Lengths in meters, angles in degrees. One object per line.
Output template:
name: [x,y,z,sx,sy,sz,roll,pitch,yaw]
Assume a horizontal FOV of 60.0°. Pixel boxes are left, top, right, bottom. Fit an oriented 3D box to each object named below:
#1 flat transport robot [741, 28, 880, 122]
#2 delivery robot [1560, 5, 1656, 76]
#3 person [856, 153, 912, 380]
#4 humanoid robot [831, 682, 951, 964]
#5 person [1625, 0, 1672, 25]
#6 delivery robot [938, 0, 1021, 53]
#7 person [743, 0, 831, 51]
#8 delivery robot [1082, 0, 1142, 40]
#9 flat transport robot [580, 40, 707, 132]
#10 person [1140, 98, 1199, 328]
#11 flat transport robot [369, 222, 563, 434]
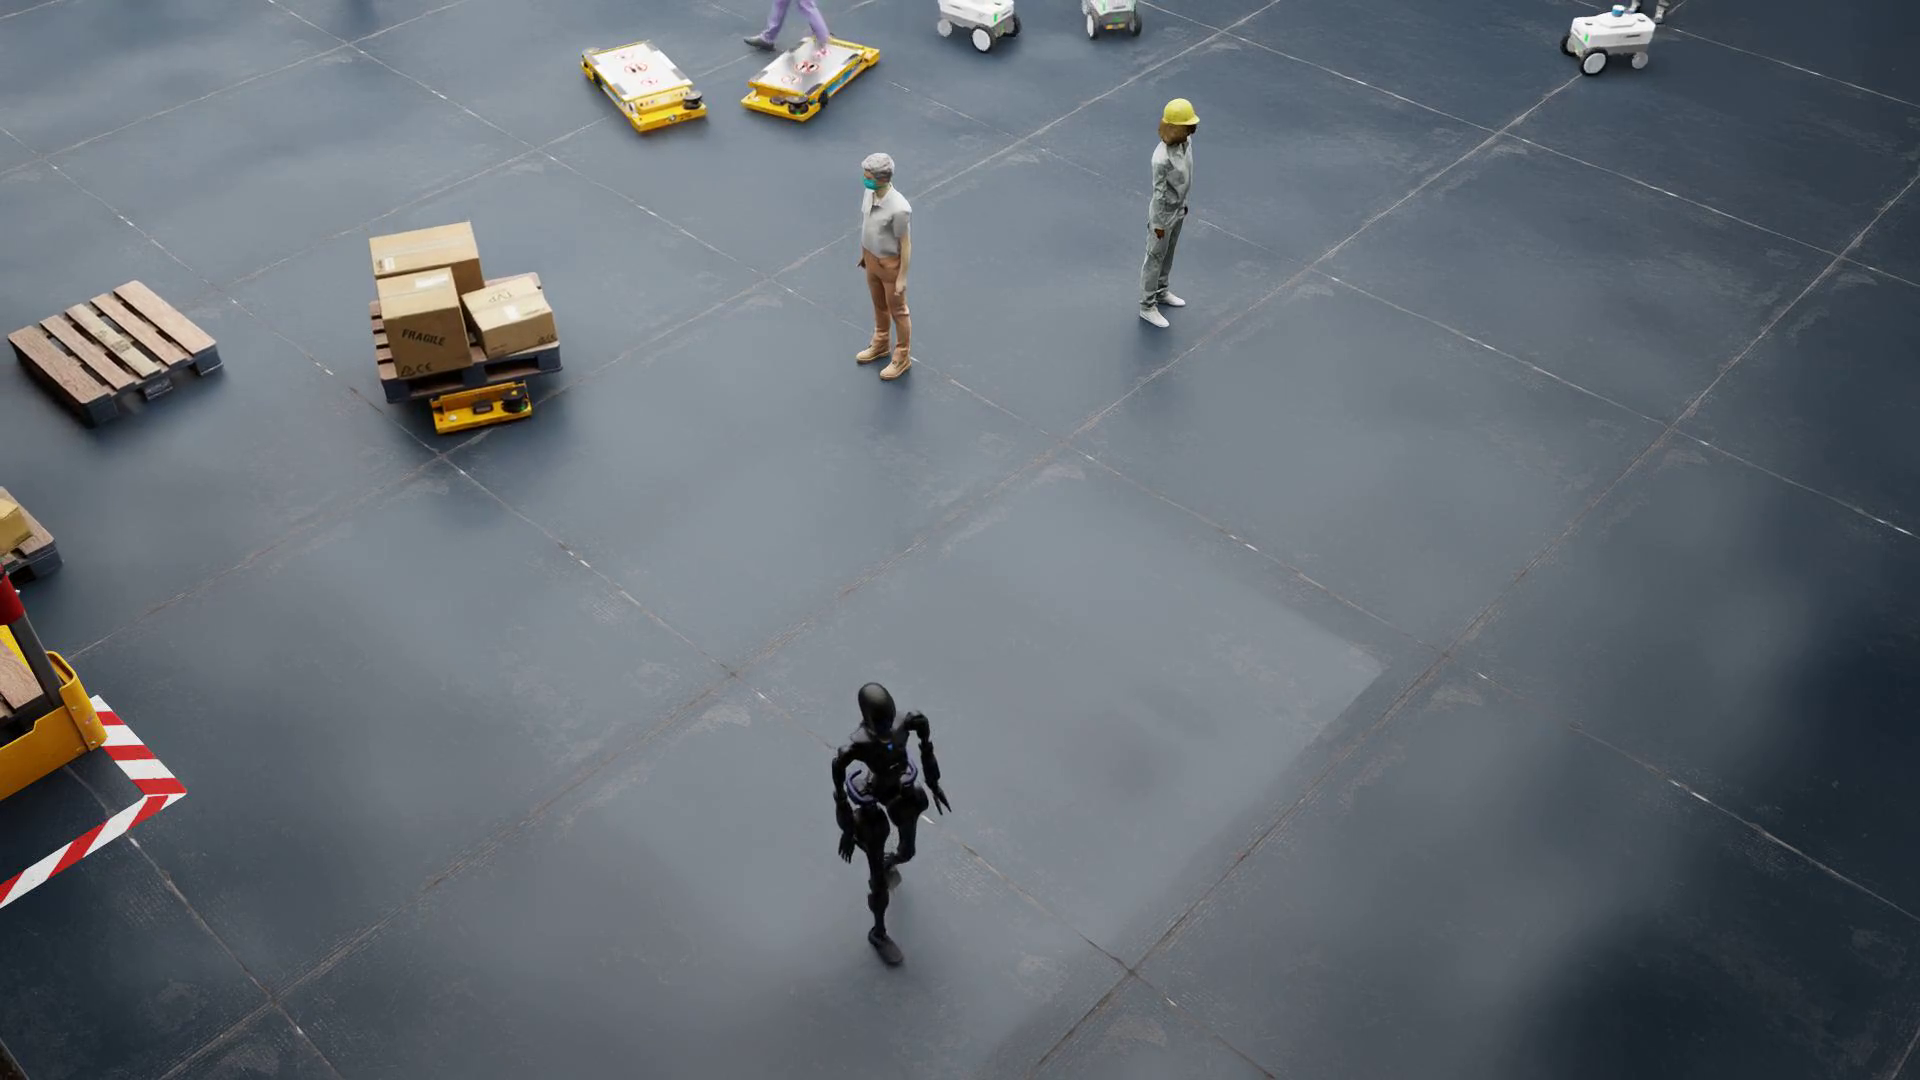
flat transport robot: [-1.363,-4.284,15.288,0.659,0.231,1.431,19,45,20]
delivery robot: [6.063,-4.686,15.517,0.793,0.590,0.499,-6,42,-7]
person: [-0.526,-1.915,11.555,0.320,1.740,0.481,-28,49,-28]
humanoid robot: [-0.318,1.297,8.066,0.608,1.645,0.604,-24,47,-24]
person: [6.790,-5.888,15.904,0.566,1.832,0.409,20,46,21]
delivery robot: [0.153,-5.055,15.920,0.757,0.580,0.499,26,48,26]
person: [-1.599,-5.274,15.263,0.946,1.771,0.599,5,42,5]
delivery robot: [1.442,-5.206,16.111,0.499,0.611,0.809,-9,43,-10]
flat transport robot: [-2.901,-4.163,15.153,0.659,0.231,1.431,-21,46,-22]
person: [1.528,-2.387,12.075,0.293,1.745,0.485,21,46,21]
flat transport robot: [-3.518,-1.297,11.968,0.659,0.231,1.431,-13,44,-14]
